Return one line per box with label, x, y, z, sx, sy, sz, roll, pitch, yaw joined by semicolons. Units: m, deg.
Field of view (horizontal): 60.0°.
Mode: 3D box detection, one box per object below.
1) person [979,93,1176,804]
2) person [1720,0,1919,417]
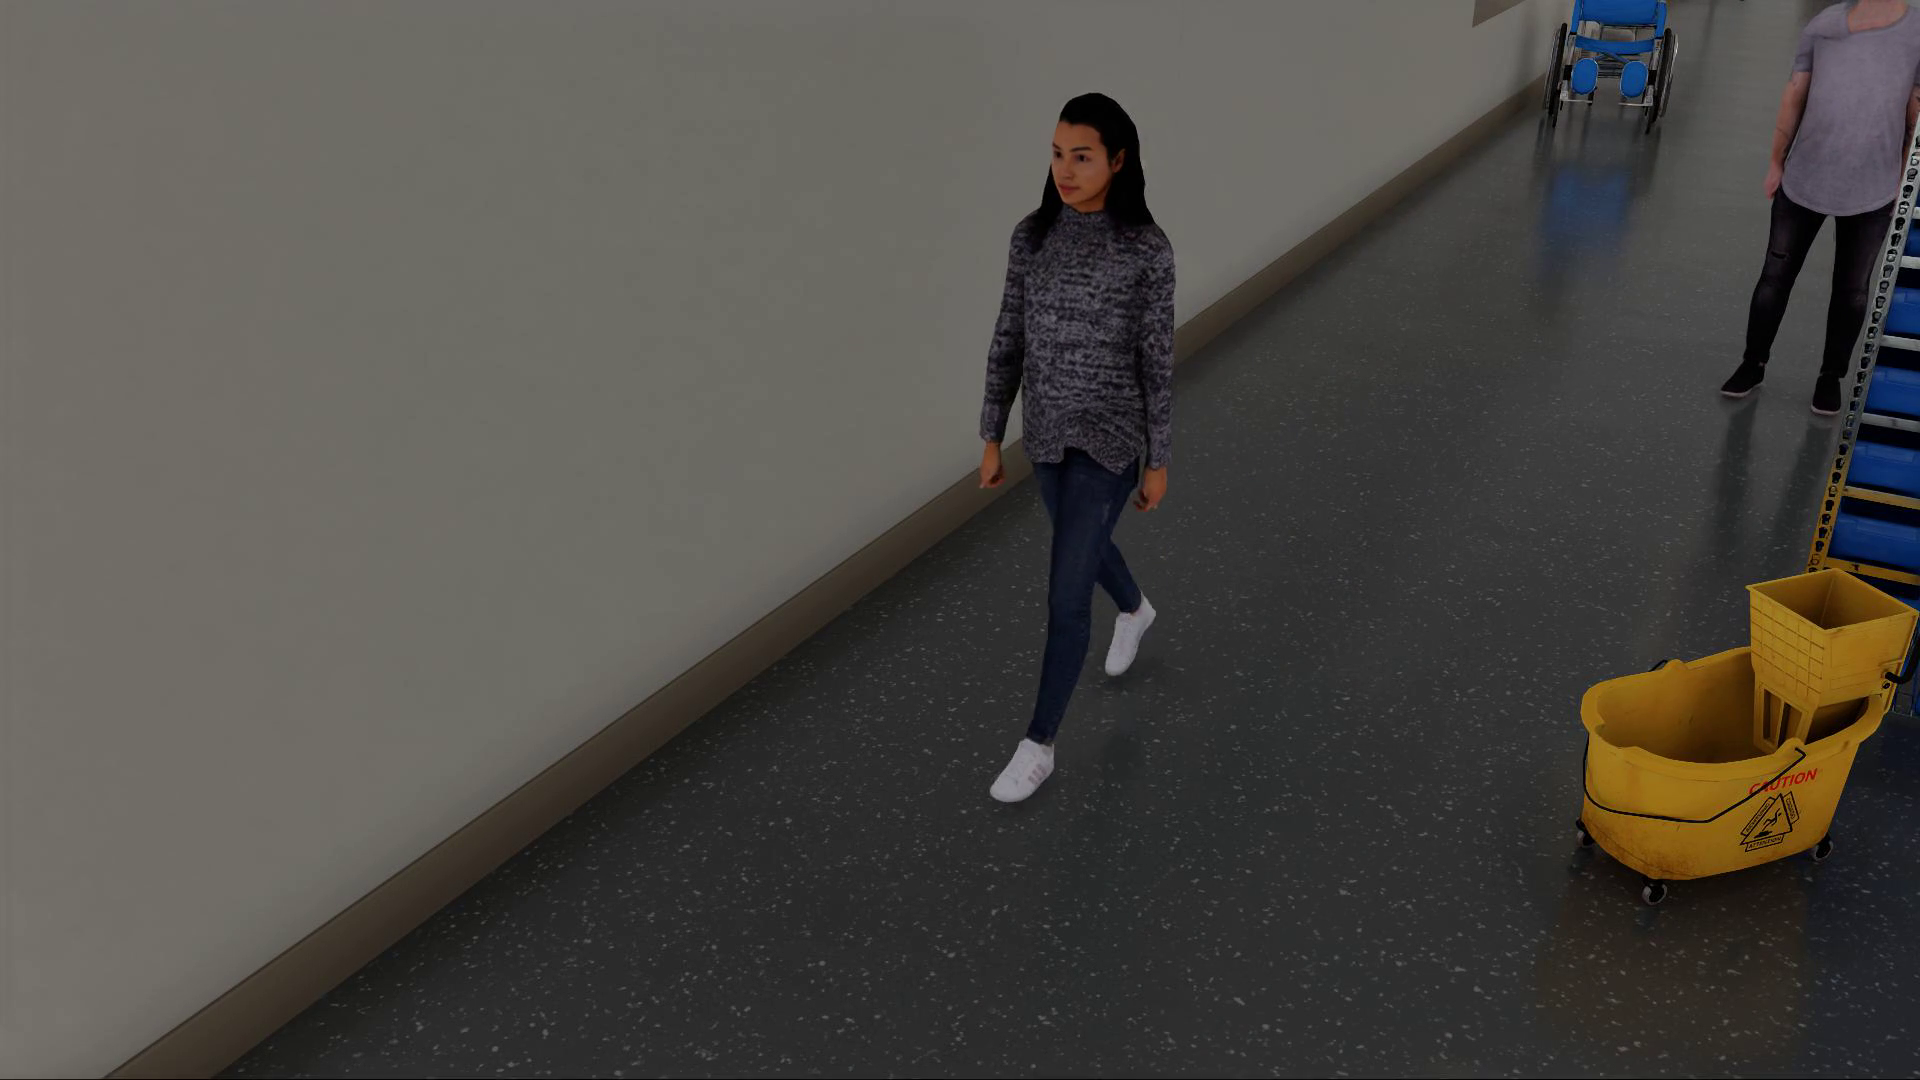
person;0.355;-0.261;4.256;1.127;1.690;0.739;16;30;30
person;3.425;-1.407;6.464;0.522;1.837;0.737;16;30;29
